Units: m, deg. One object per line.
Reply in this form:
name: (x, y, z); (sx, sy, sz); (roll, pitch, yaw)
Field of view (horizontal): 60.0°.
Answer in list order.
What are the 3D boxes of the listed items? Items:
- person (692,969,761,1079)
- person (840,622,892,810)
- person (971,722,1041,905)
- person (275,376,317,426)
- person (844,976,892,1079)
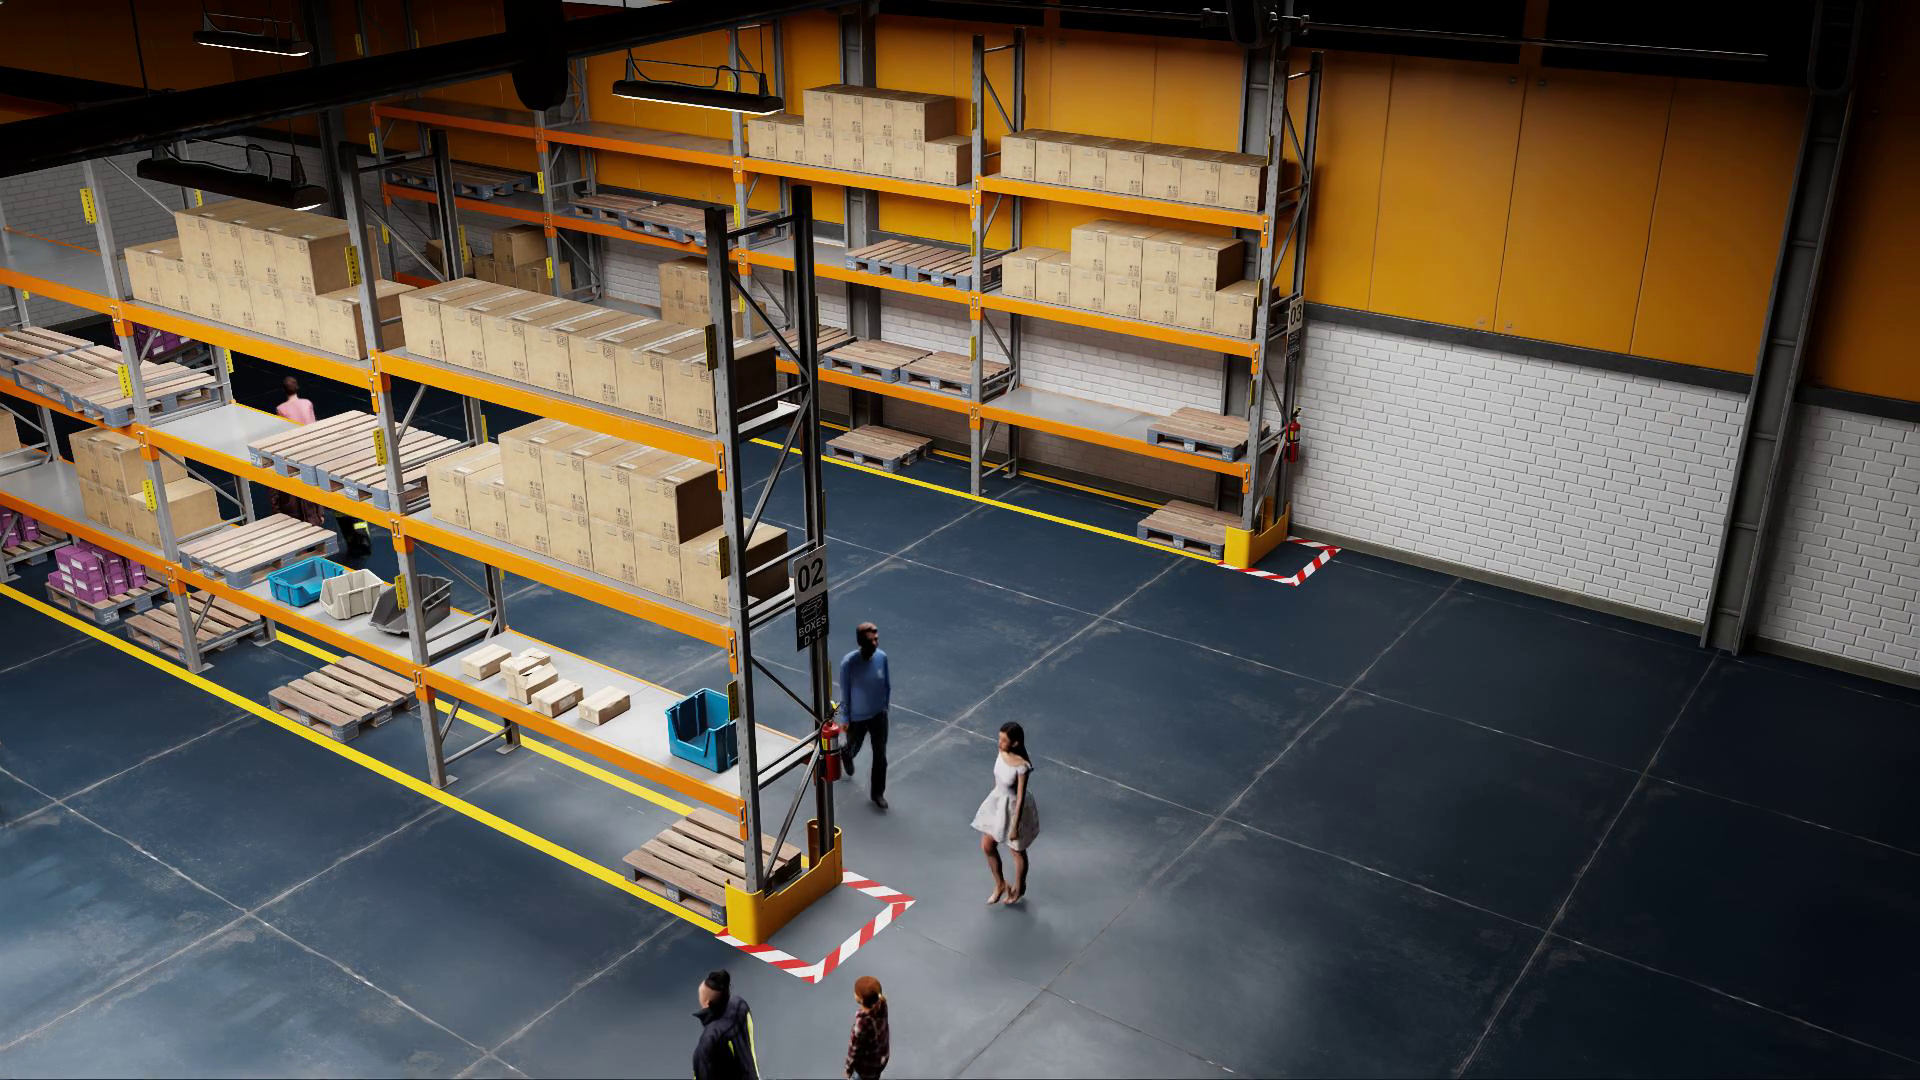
person: (-1.414, 3.547, 10.701); (1.172, 1.832, 0.922); (10, 25, 21)
person: (-0.901, 1.556, 15.297); (0.995, 1.798, 1.165); (-11, 26, -23)
person: (0.498, 2.260, 13.734); (0.852, 1.761, 0.820); (-14, 27, -28)
person: (-8.370, -1.119, 21.229); (0.733, 1.949, 0.730); (-17, 29, -34)
person: (-0.554, 3.553, 11.363); (0.788, 1.291, 0.614); (11, 26, 23)
